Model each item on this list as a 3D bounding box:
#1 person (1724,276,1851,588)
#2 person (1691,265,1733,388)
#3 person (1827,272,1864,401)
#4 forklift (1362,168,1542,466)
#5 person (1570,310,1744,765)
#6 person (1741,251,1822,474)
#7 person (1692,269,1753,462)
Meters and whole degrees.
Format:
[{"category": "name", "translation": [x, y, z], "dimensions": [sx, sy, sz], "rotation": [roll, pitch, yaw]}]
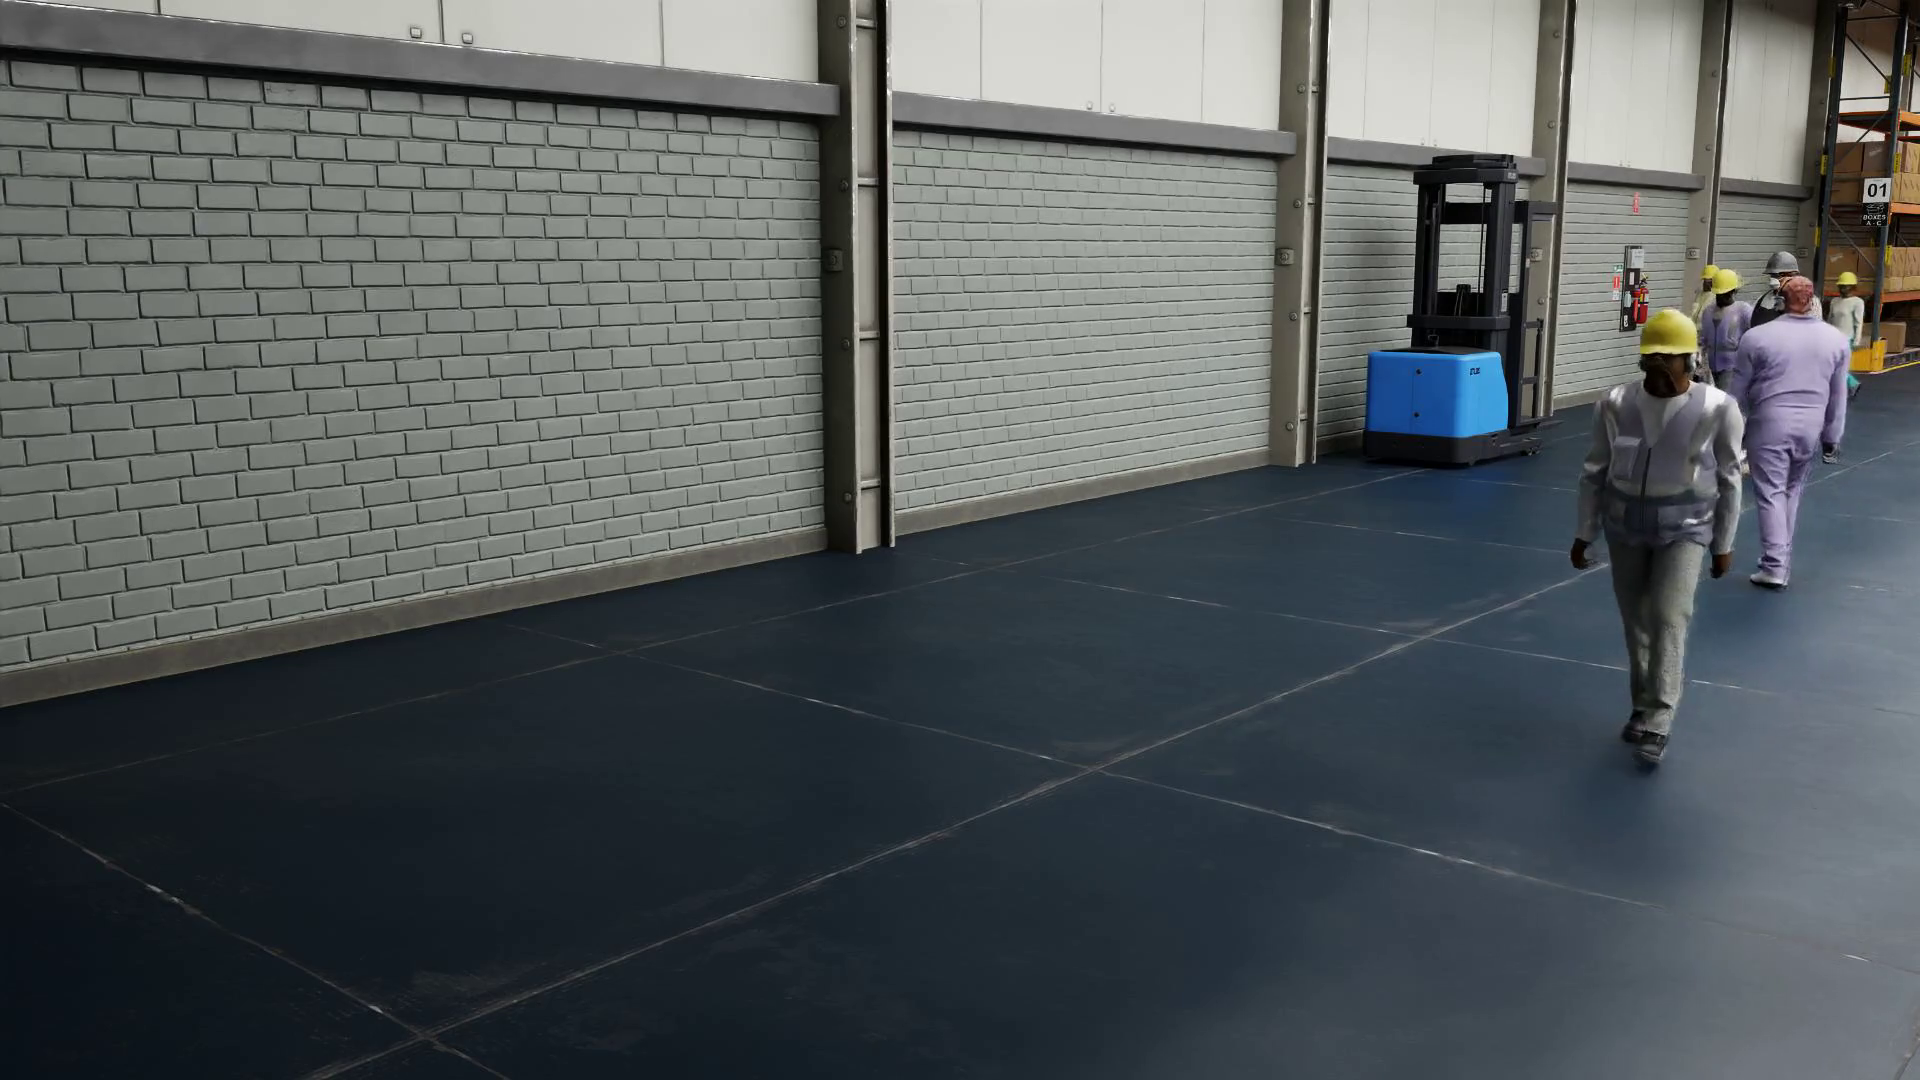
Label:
[{"category": "person", "translation": [5.034, -0.676, 10.280], "dimensions": [0.661, 1.878, 0.821], "rotation": [0, 10, -1]}, {"category": "person", "translation": [9.978, -2.751, 22.221], "dimensions": [0.403, 1.831, 0.586], "rotation": [-4, 11, -23]}, {"category": "person", "translation": [11.528, -2.612, 21.625], "dimensions": [0.614, 1.746, 0.539], "rotation": [-3, 10, -15]}, {"category": "forklift", "translation": [4.875, -2.212, 16.287], "dimensions": [1.129, 2.768, 1.873], "rotation": [8, 13, 40]}, {"category": "person", "translation": [2.783, -0.020, 6.743], "dimensions": [0.591, 1.799, 0.806], "rotation": [9, 13, 40]}, {"category": "person", "translation": [7.358, -1.573, 15.034], "dimensions": [0.536, 2.000, 0.677], "rotation": [-4, 11, -22]}, {"category": "person", "translation": [7.307, -1.644, 15.870], "dimensions": [0.988, 1.855, 0.599], "rotation": [-3, 10, -16]}]
